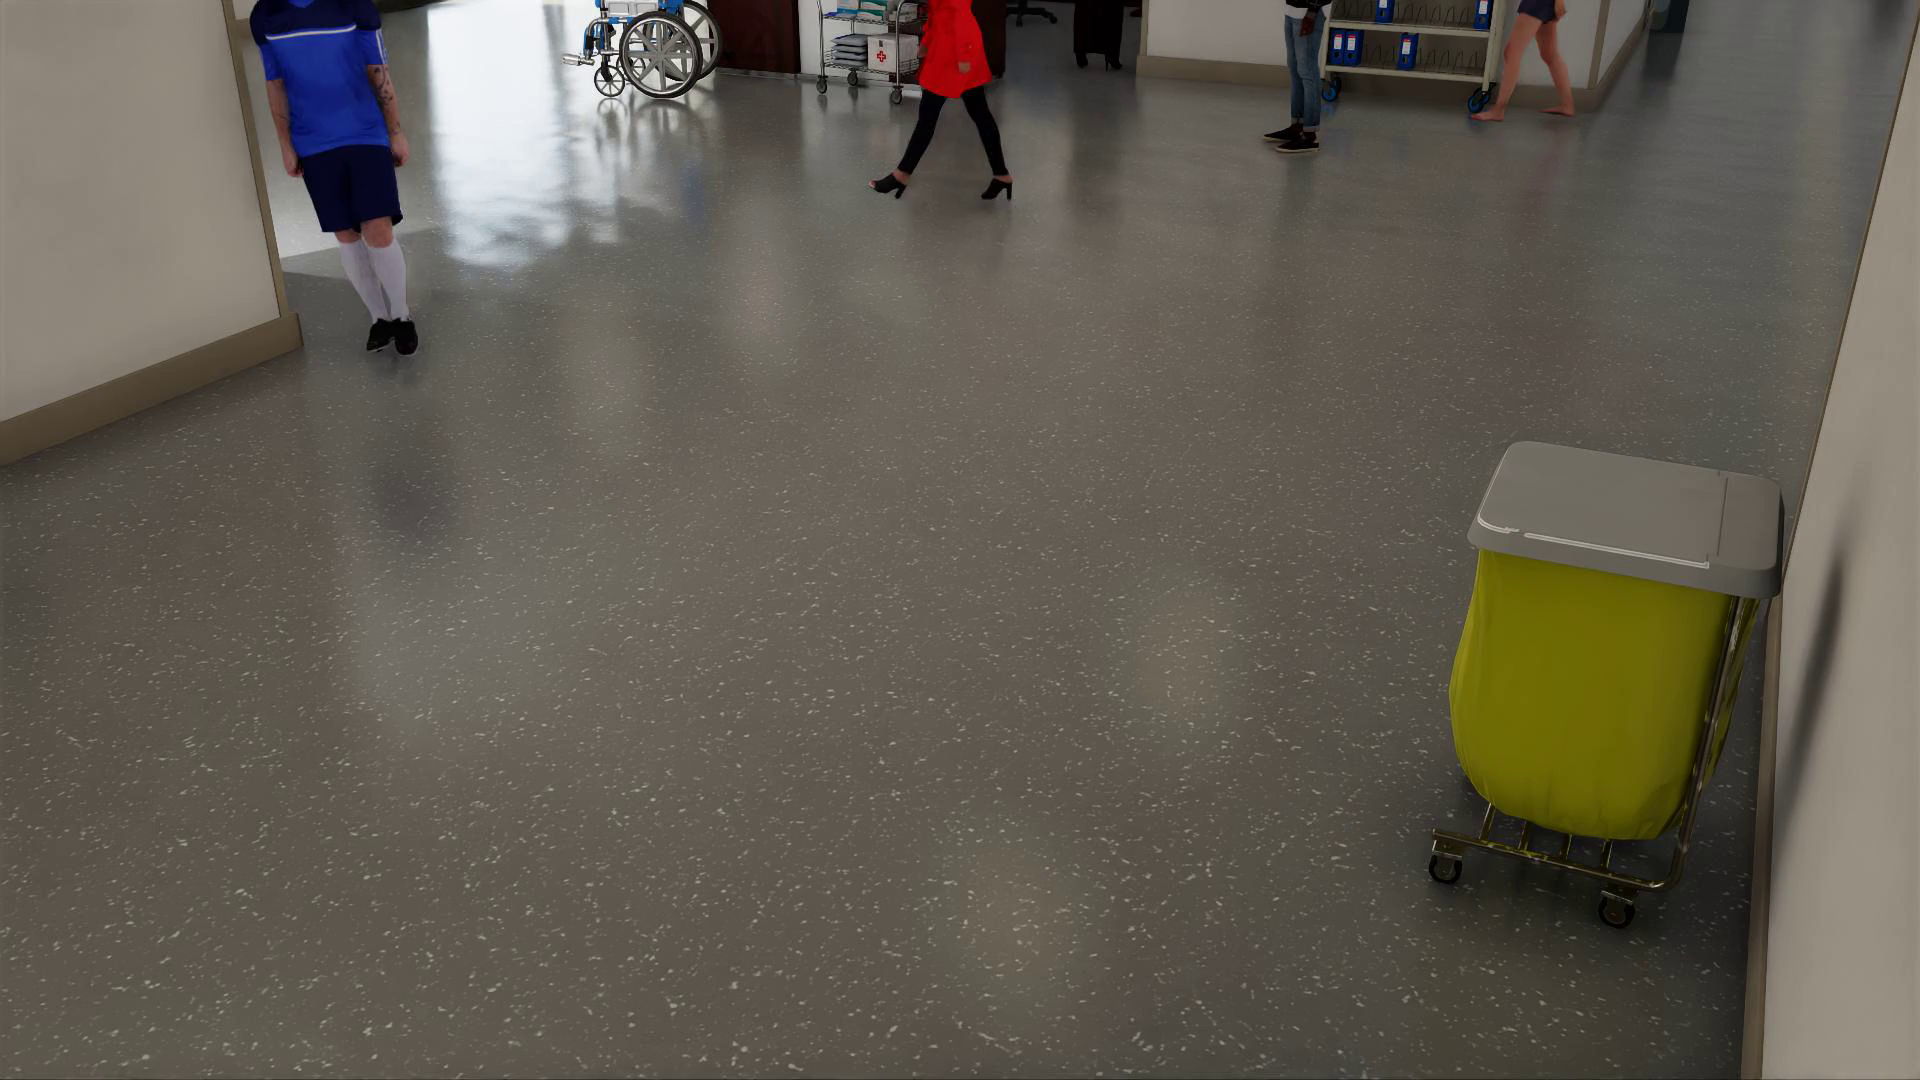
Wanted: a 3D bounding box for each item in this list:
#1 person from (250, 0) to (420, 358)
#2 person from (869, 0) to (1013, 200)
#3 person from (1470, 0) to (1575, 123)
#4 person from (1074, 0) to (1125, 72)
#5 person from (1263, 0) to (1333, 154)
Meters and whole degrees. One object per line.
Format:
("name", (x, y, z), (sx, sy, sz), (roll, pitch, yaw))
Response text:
("person", (-2.622, -1.695, 7.115), (0.755, 1.816, 0.876), (-2, 26, -5))
("person", (0.072, -2.718, 9.368), (1.147, 1.702, 0.904), (1, 26, 2))
("person", (4.063, -3.700, 11.457), (1.069, 1.656, 0.843), (2, 26, 4))
("person", (1.145, -4.724, 13.461), (0.532, 1.759, 0.720), (13, 29, 25))
("person", (2.264, -3.464, 10.776), (0.741, 1.821, 0.744), (-2, 26, -5))
